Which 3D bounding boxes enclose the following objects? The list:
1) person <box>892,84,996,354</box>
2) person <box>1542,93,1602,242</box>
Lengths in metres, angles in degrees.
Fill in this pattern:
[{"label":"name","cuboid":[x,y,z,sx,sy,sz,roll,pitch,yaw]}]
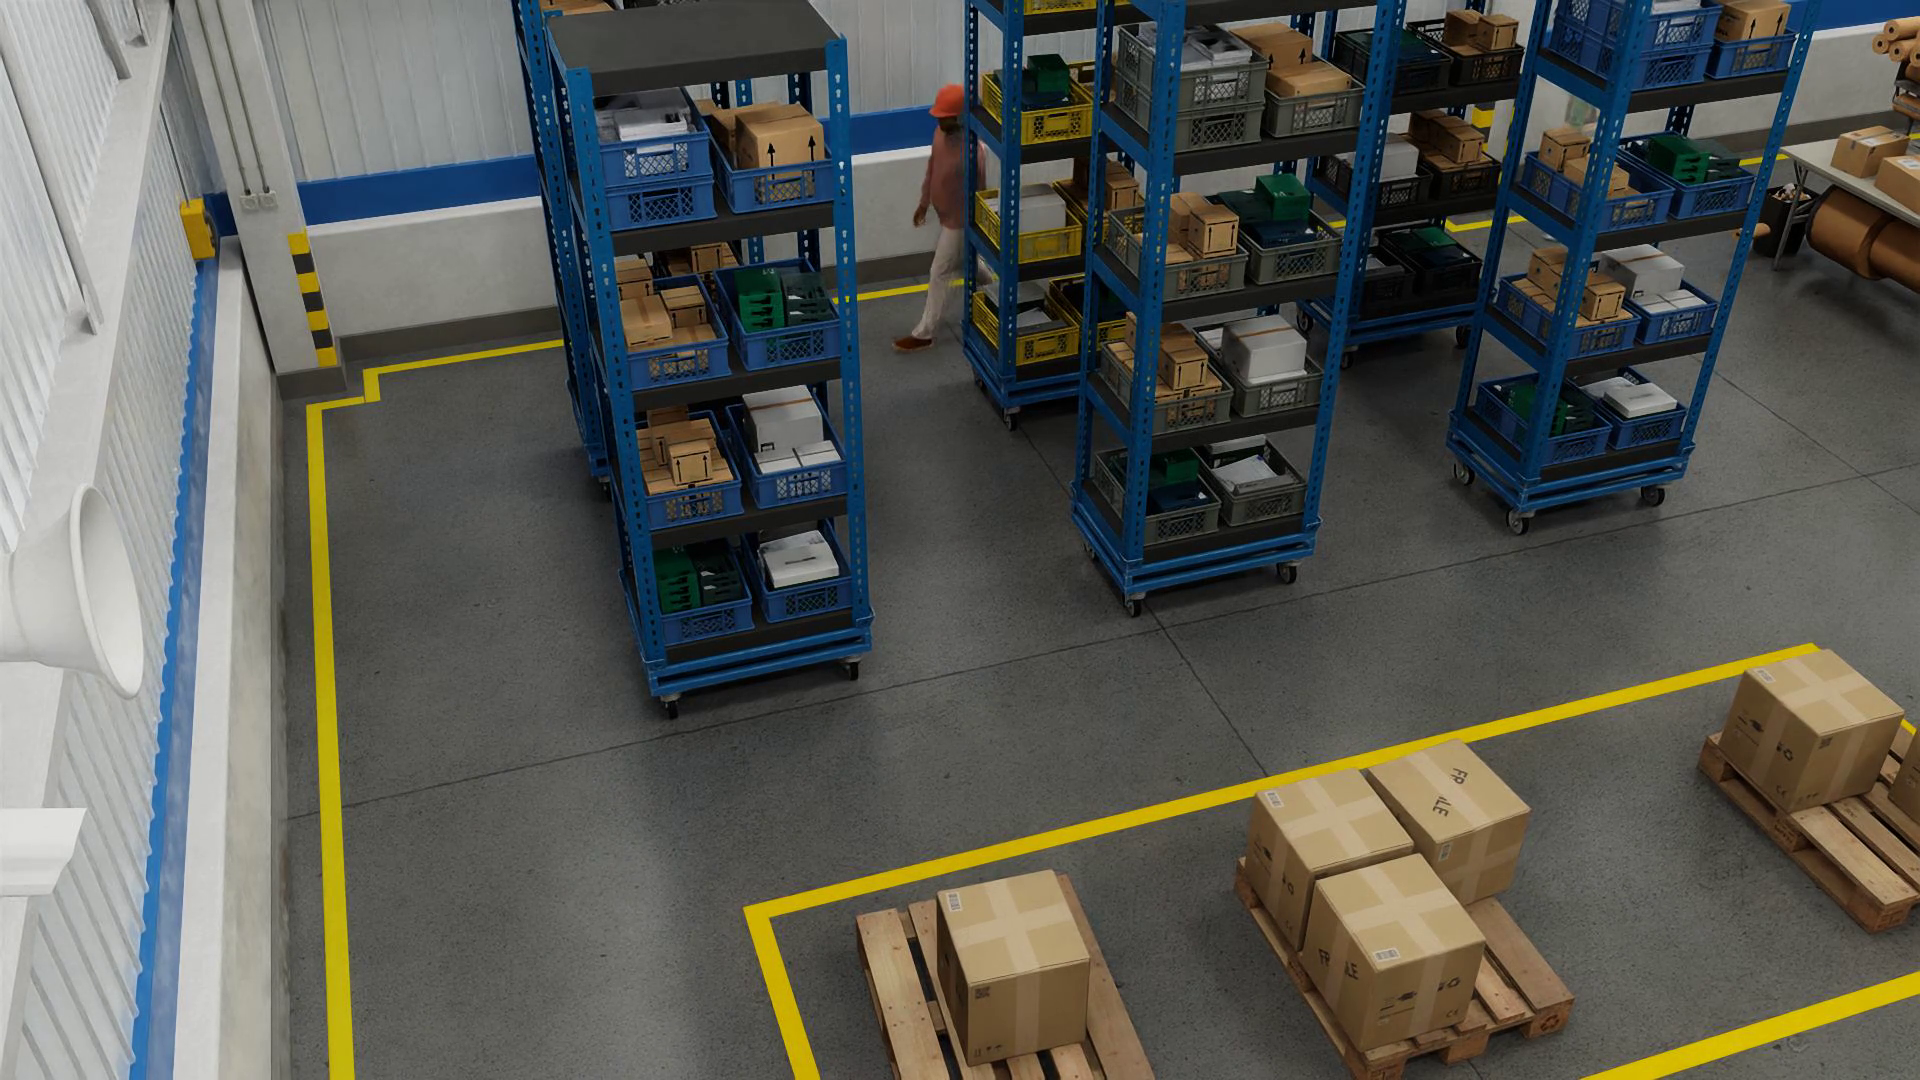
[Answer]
[{"label":"person","cuboid":[-0.035,-2.331,11.897,0.995,1.954,0.622,-13,37,-17]},{"label":"person","cuboid":[4.988,-3.208,13.415,0.320,1.630,0.533,16,38,22]}]
